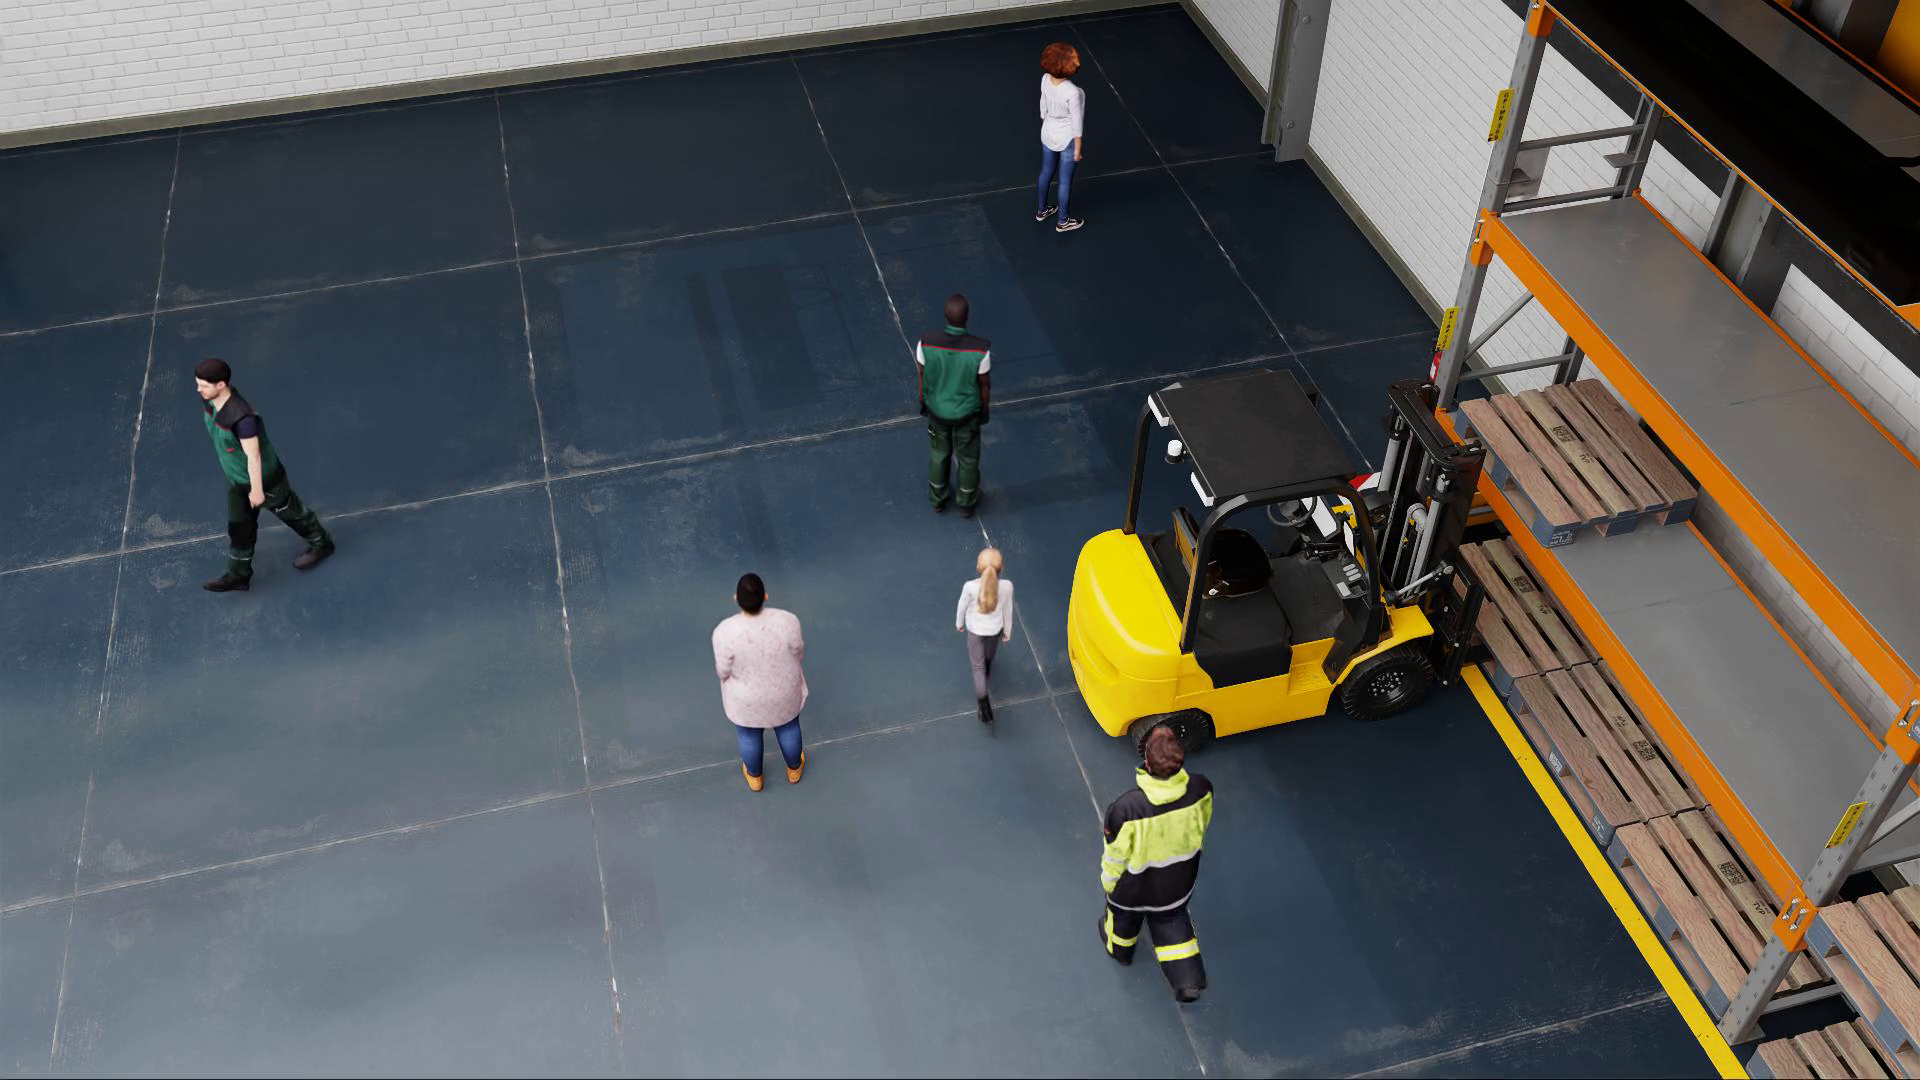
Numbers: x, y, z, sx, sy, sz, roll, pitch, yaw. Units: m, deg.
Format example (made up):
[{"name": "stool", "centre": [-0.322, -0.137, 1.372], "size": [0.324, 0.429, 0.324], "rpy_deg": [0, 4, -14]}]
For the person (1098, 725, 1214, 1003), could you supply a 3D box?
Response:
[{"name": "person", "centre": [1.035, 1.753, 8.682], "size": [0.856, 1.958, 1.090], "rpy_deg": [-17, 46, -17]}]

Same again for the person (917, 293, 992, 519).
[{"name": "person", "centre": [-0.045, -0.921, 11.576], "size": [0.758, 1.838, 0.752], "rpy_deg": [6, 44, 7]}]

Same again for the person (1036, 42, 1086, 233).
[{"name": "person", "centre": [0.856, -3.493, 14.366], "size": [0.797, 1.713, 0.692], "rpy_deg": [-30, 51, -28]}]

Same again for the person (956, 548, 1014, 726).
[{"name": "person", "centre": [0.166, 0.596, 10.400], "size": [0.541, 1.264, 0.924], "rpy_deg": [-7, 44, -8]}]

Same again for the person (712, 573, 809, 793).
[{"name": "person", "centre": [-1.169, 0.835, 9.801], "size": [0.679, 1.743, 0.612], "rpy_deg": [-9, 44, -9]}]

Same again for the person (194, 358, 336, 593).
[{"name": "person", "centre": [-4.623, -0.490, 11.110], "size": [1.202, 1.857, 1.168], "rpy_deg": [32, 52, 29]}]
